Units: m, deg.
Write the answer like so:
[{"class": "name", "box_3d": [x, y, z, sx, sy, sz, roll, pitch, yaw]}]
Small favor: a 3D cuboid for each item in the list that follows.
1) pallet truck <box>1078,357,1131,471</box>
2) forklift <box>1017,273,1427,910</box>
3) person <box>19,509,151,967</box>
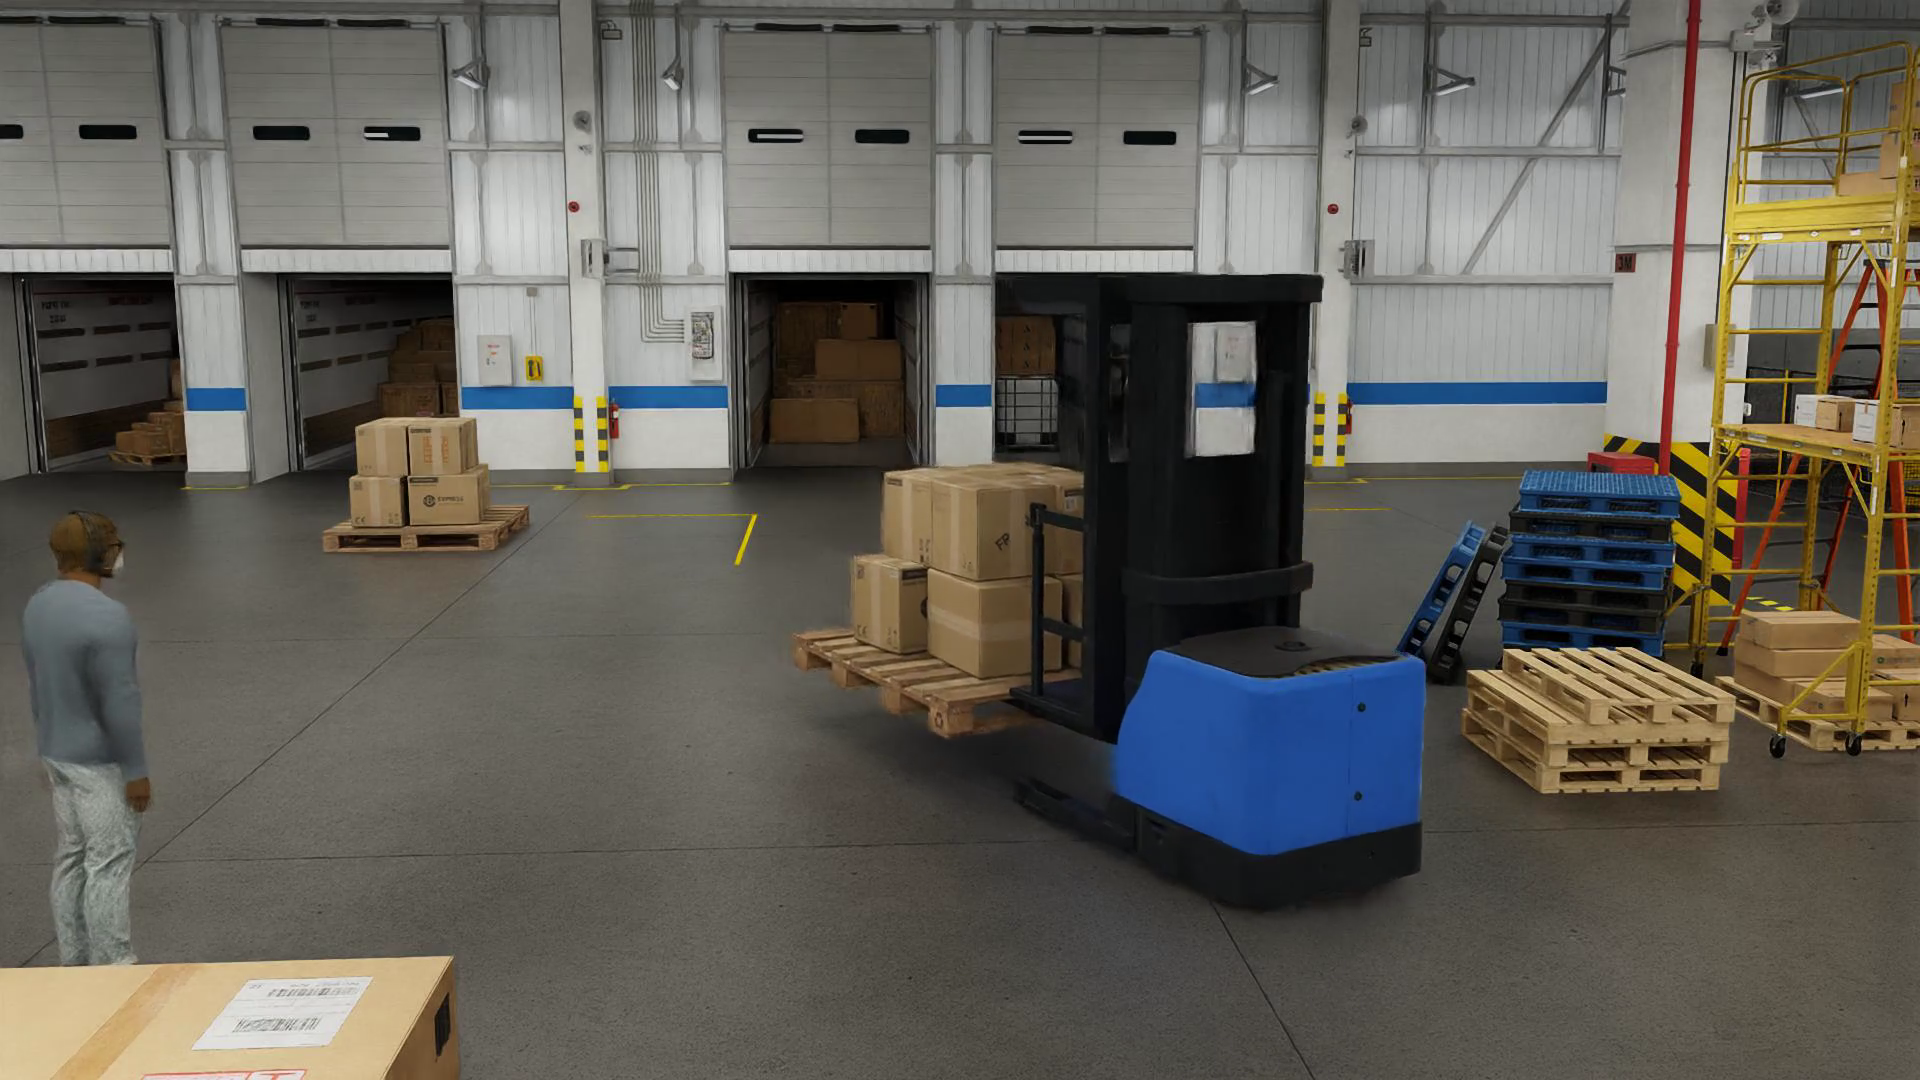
[{"class": "pallet truck", "box_3d": [2.088, -0.836, 16.757, 1.885, 1.965, 0.823, 2, 9, 13]}, {"class": "forklift", "box_3d": [1.254, 0.116, 8.016, 1.129, 2.768, 1.873, -5, 10, -30]}, {"class": "person", "box_3d": [-3.334, 0.843, 6.406, 0.628, 1.939, 0.363, 6, 11, 35]}]
